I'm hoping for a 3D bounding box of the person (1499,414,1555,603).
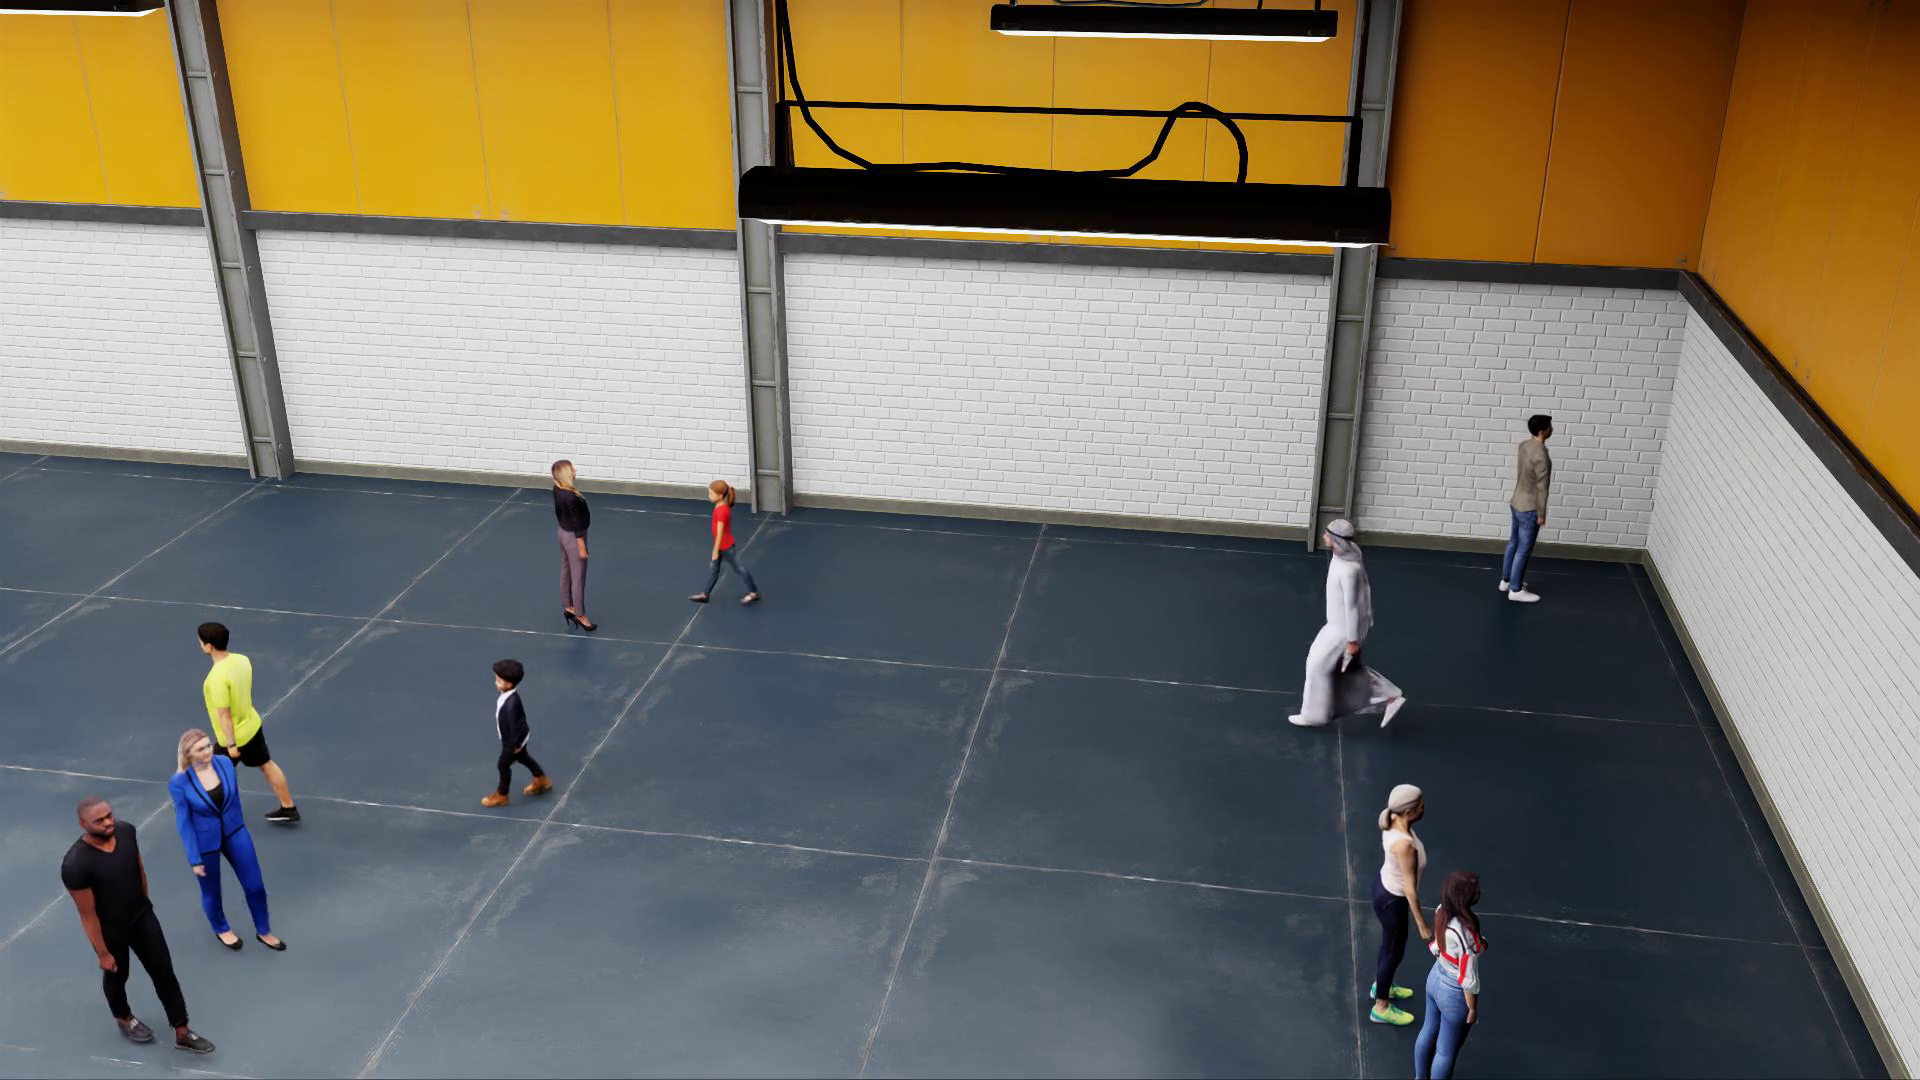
[{"bbox_3d":[5.449,-0.327,15.986,0.660,1.864,0.756,-1,24,-3],"label":"person"}]

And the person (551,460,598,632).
[{"bbox_3d":[-3.598,0.041,15.385,0.732,1.672,0.670,-16,28,-32],"label":"person"}]

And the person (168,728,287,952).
[{"bbox_3d":[-4.965,1.971,10.955,0.910,1.683,0.821,18,30,36],"label":"person"}]

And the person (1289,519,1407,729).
[{"bbox_3d":[3.237,0.729,13.556,1.156,1.877,0.688,3,24,7],"label":"person"}]

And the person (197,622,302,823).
[{"bbox_3d":[-5.258,1.401,12.285,1.082,1.662,0.674,3,24,7],"label":"person"}]

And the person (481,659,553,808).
[{"bbox_3d":[-3.377,1.452,12.735,0.826,1.208,0.662,-5,24,-11],"label":"person"}]

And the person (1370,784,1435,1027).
[{"bbox_3d":[2.634,2.257,10.284,0.608,1.698,0.627,2,24,5],"label":"person"}]

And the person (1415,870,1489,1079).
[{"bbox_3d":[2.833,2.597,9.611,0.630,1.614,0.651,-4,24,-10],"label":"person"}]

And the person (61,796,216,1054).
[{"bbox_3d":[-5.132,2.316,10.037,1.096,1.787,0.849,11,26,24],"label":"person"}]

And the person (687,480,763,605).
[{"bbox_3d":[-2.171,0.046,15.862,0.991,1.281,0.718,-5,24,-11],"label":"person"}]
